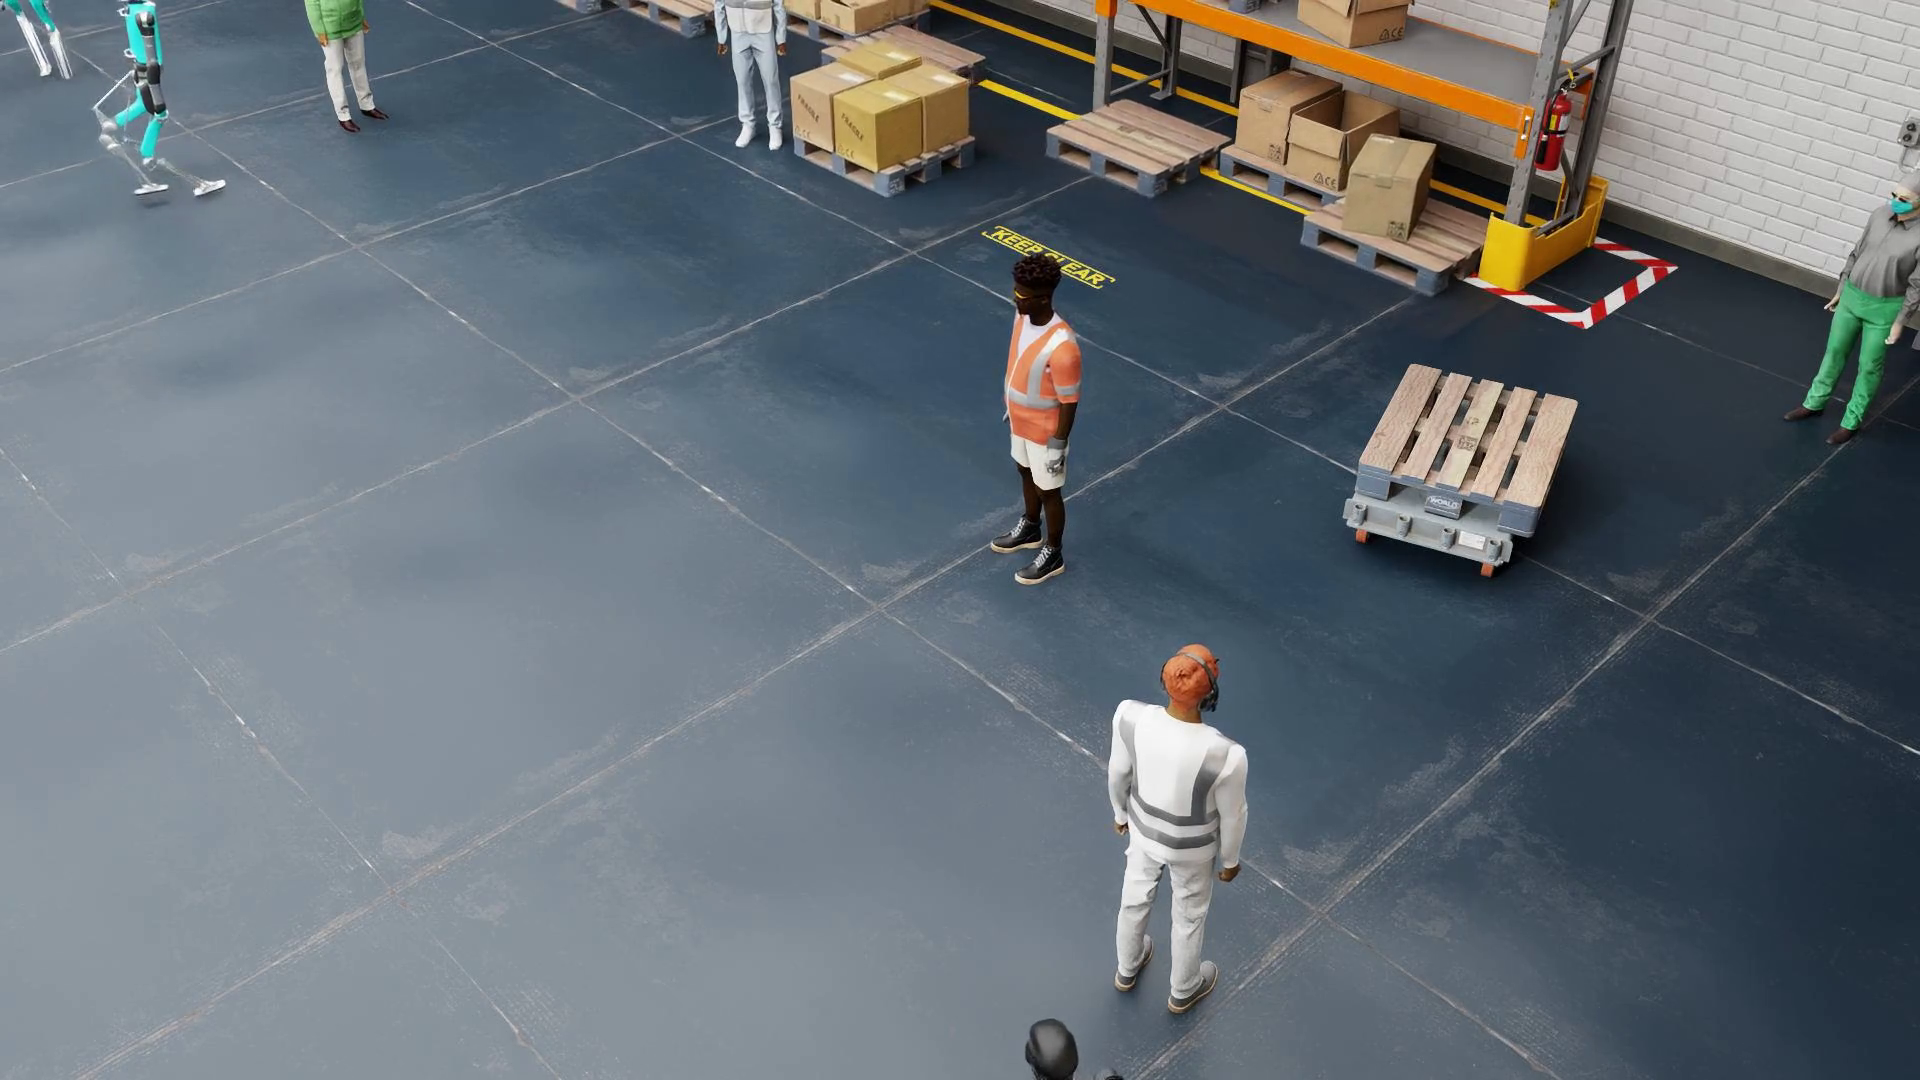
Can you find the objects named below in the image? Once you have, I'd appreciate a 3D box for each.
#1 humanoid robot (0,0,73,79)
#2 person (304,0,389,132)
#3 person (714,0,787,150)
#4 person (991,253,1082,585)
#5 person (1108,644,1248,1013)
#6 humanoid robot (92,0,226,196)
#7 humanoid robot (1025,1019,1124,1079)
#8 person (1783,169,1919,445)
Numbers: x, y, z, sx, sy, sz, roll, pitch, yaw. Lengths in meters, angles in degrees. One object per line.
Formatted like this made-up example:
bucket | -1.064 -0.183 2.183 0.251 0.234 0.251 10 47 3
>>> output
humanoid robot | -8.407 -4.939 14.938 0.539 1.878 0.744 -11 38 -14
person | -5.255 -4.378 14.074 0.383 1.784 0.538 21 42 26
person | -1.711 -4.180 13.711 0.596 1.910 0.403 4 37 5
person | 0.413 -0.651 8.988 0.361 1.963 0.613 -14 39 -18
person | 0.860 1.170 6.647 0.574 1.882 0.356 20 41 24
humanoid robot | -6.366 -3.410 12.834 0.913 1.763 0.544 -20 41 -24
humanoid robot | 0.364 2.223 5.435 0.609 1.628 0.642 -14 39 -18
person | 5.570 -1.452 10.142 0.340 1.854 0.513 -18 41 -22
